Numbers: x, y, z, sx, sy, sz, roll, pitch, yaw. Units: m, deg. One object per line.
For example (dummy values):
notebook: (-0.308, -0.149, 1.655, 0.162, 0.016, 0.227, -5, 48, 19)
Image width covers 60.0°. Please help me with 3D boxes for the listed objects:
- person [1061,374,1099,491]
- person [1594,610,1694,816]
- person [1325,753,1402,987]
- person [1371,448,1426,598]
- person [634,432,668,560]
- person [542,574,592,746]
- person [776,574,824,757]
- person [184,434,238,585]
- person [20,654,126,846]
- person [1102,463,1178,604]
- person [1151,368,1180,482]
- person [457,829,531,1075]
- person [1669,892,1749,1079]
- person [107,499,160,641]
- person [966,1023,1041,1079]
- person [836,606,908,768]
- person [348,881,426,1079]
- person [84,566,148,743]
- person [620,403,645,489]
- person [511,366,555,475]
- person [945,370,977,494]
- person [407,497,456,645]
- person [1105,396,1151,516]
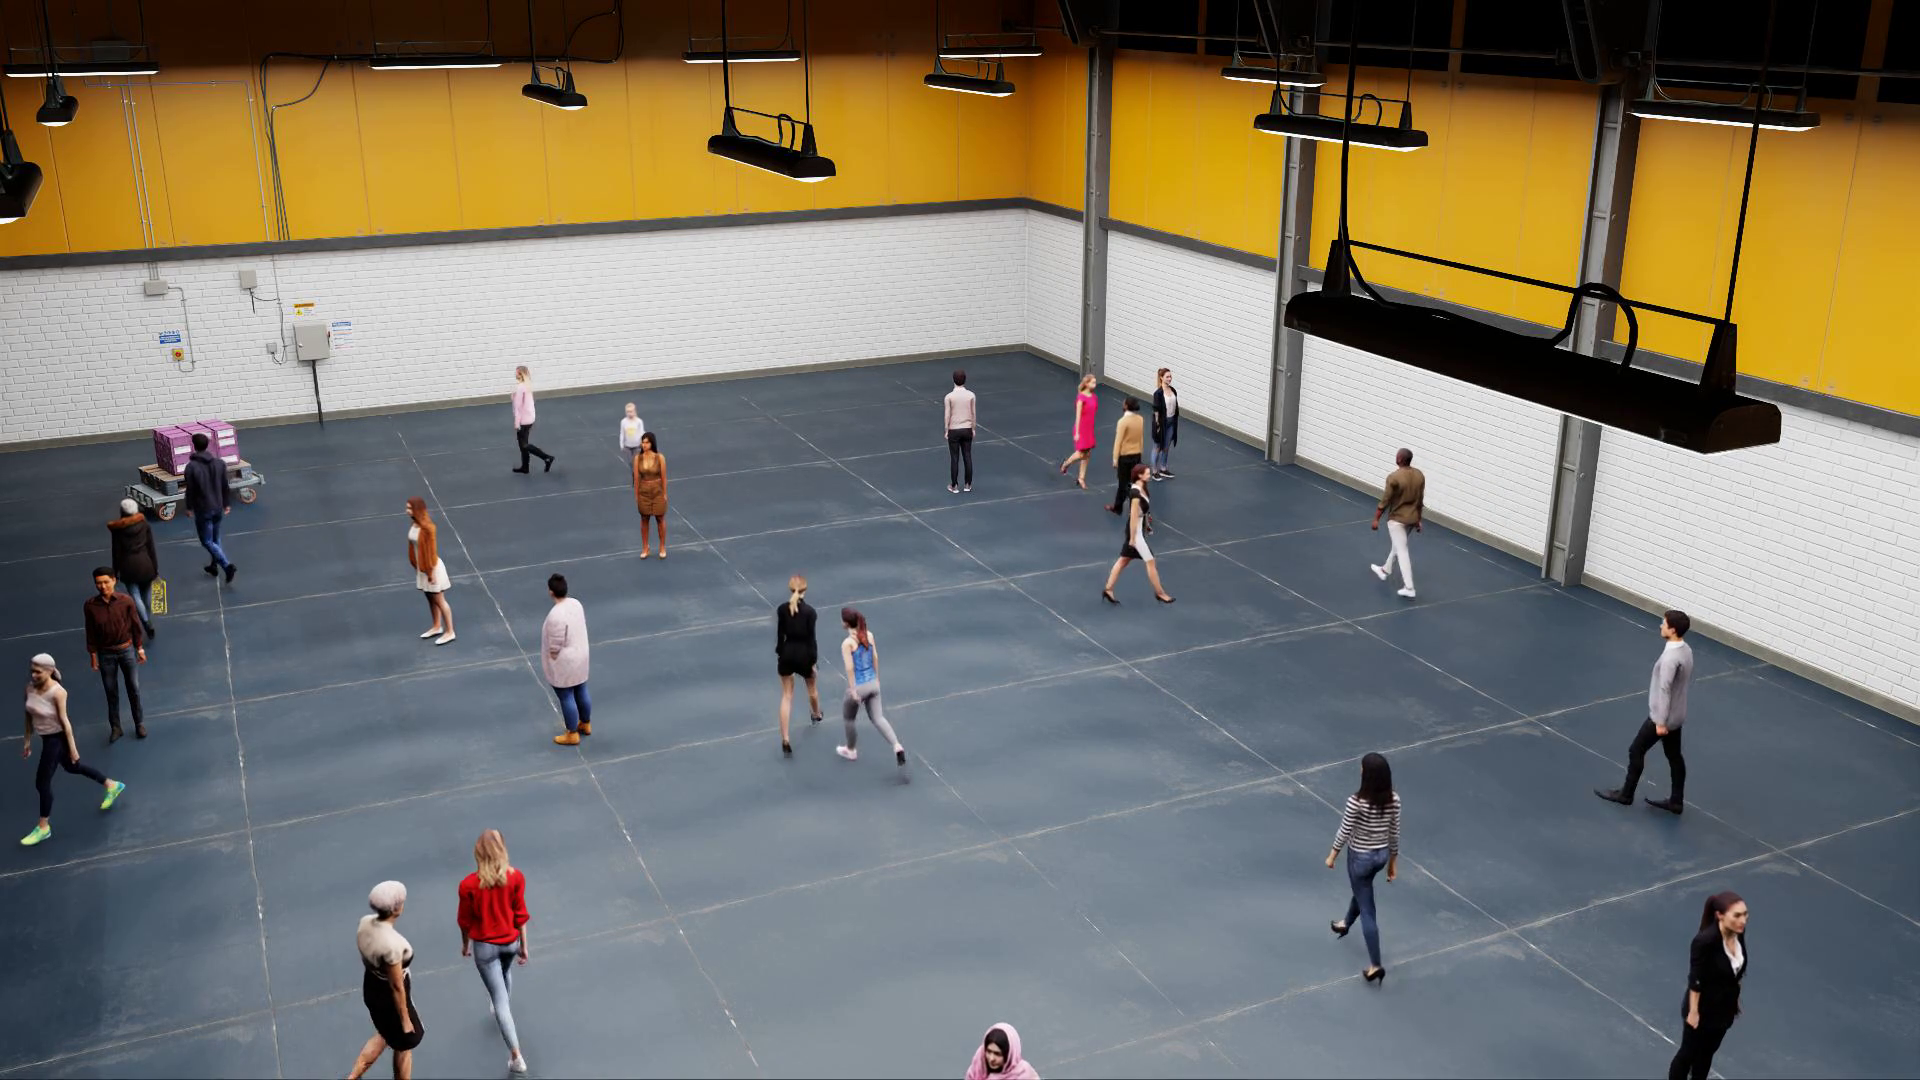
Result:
person: (1.748, -1.605, 24.407, 0.785, 1.708, 0.917, -17, 25, -41)
person: (6.337, 1.564, 14.696, 1.128, 1.898, 1.013, 14, 23, 36)
person: (3.048, 2.460, 12.253, 0.607, 1.760, 1.019, -8, 20, -22)
person: (5.381, -0.184, 20.061, 0.776, 1.788, 1.143, -10, 21, -27)
person: (-3.963, -0.578, 21.390, 0.637, 1.686, 0.636, 0, 19, -1)
person: (-3.816, 1.138, 16.207, 0.851, 1.743, 0.798, 7, 20, 21)
person: (-1.573, 1.241, 15.957, 1.062, 1.706, 1.213, 3, 19, 10)
person: (-9.220, -0.364, 20.473, 1.228, 1.866, 1.035, 13, 23, 34)
person: (-7.806, 1.748, 14.530, 1.228, 1.656, 1.122, 12, 22, 32)
person: (1.996, -0.033, 19.669, 1.014, 1.752, 1.140, 1, 19, 3)
person: (3.039, -1.744, 24.856, 0.678, 1.684, 0.635, -14, 23, -36)
person: (-3.140, 2.830, 11.322, 0.697, 1.653, 1.186, -11, 22, -30)
person: (4.854, 3.009, 10.777, 0.610, 1.661, 0.559, -10, 21, -28)
person: (-9.278, 0.346, 18.766, 0.740, 1.610, 1.058, -13, 23, -34)
person: (0.248, 3.455, 9.492, 0.761, 1.637, 0.817, 6, 20, 18)
person: (-0.858, 1.434, 15.606, 0.848, 1.564, 1.154, -18, 25, -42)
person: (-3.754, 3.006, 10.671, 0.900, 1.735, 0.872, 17, 25, 41)
person: (-8.254, 1.096, 16.270, 0.641, 1.782, 0.501, -8, 20, -23)
person: (-4.798, -1.408, 24.506, 0.639, 1.270, 0.717, 1, 19, 2)
person: (-6.456, -1.780, 24.982, 0.934, 1.672, 0.964, 2, 19, 5)
person: (-0.001, -1.593, 24.210, 0.662, 1.810, 0.609, -5, 19, -13)
person: (-5.954, 0.315, 18.699, 0.637, 1.712, 0.747, 17, 25, 41)
person: (2.357, -1.100, 22.859, 1.200, 1.738, 0.923, 17, 25, 41)
